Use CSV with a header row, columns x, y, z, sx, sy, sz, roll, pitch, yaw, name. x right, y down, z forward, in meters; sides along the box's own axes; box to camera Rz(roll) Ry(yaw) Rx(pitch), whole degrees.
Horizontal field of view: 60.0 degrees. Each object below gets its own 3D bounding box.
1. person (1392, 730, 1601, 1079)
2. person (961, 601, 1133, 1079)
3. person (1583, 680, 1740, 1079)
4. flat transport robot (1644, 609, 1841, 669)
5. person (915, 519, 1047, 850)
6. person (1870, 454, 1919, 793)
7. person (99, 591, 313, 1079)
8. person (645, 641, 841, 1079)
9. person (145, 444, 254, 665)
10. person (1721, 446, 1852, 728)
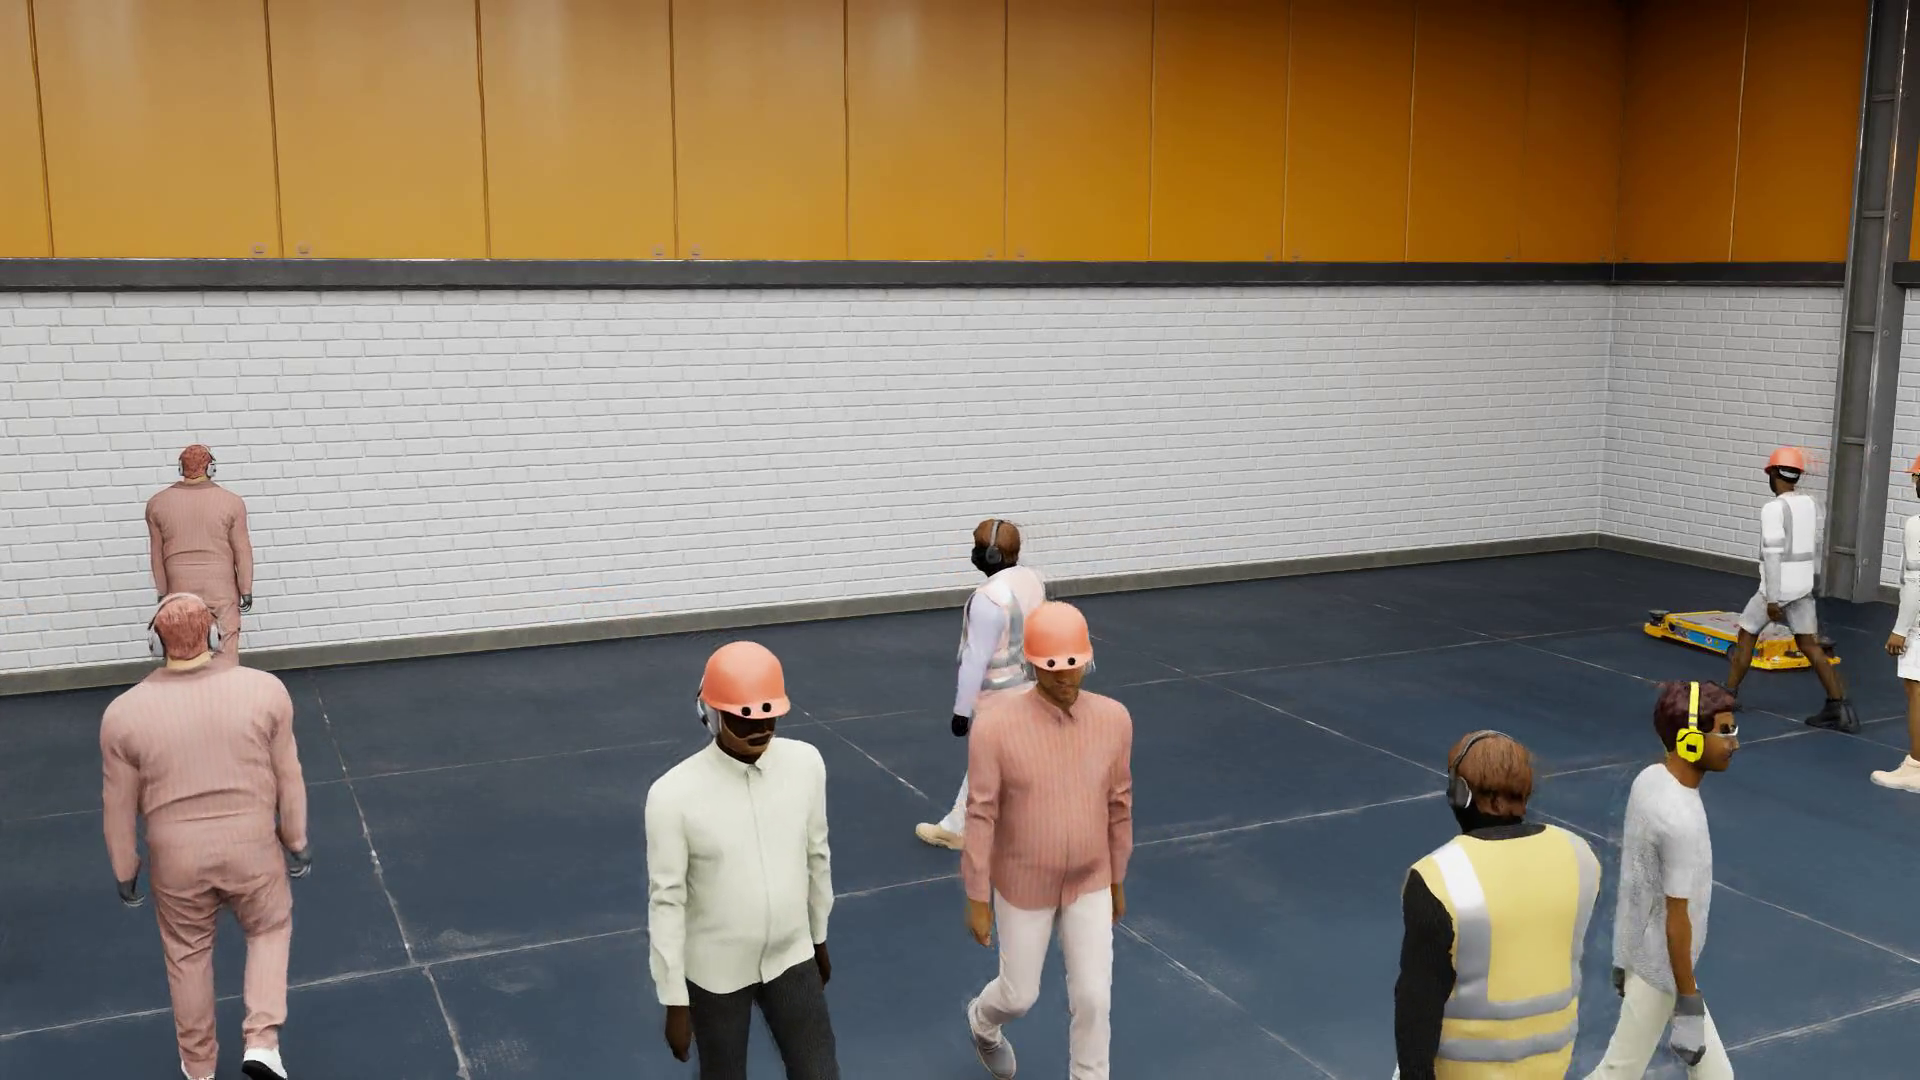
x,y,z,sx,sy,sz,roll,pitch,yaw,name
1.409,1.410,4.541,0.620,1.816,0.484,-3,10,-18,person
0.276,1.141,5.756,0.633,1.966,0.840,-3,10,-19,person
2.116,1.311,5.120,0.963,1.828,0.525,3,10,19,person
6.209,0.771,13.260,0.652,0.197,1.431,-3,10,-16,flat transport robot
0.208,0.788,8.451,0.969,1.800,0.641,4,10,24,person
5.646,0.457,9.730,0.615,2.043,0.385,-5,11,-30,person
-2.735,1.120,6.071,0.690,1.893,0.572,-4,10,-23,person
-0.598,1.267,4.897,0.656,1.971,0.618,-6,11,-34,person
-5.043,0.308,11.109,0.644,1.902,0.402,-2,9,-10,person
5.571,0.314,11.179,0.546,1.876,0.985,-5,10,-28,person
